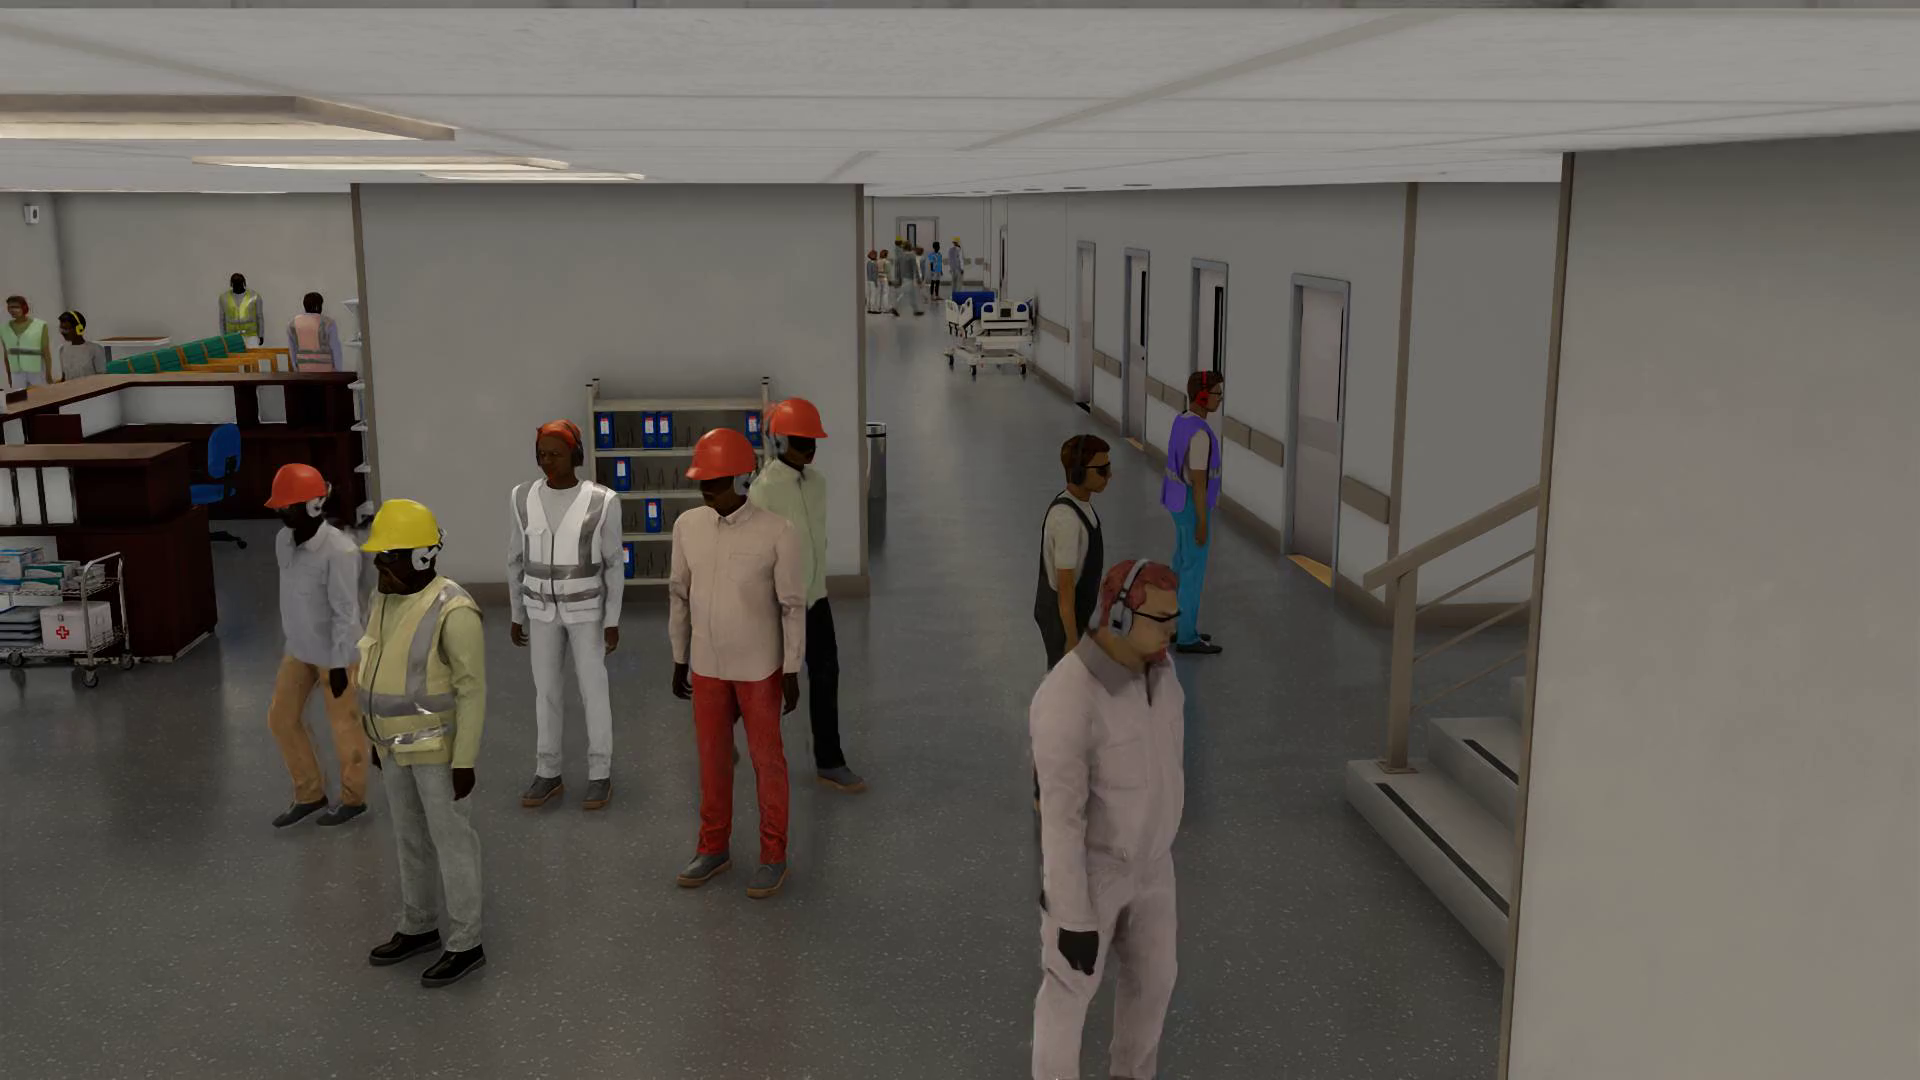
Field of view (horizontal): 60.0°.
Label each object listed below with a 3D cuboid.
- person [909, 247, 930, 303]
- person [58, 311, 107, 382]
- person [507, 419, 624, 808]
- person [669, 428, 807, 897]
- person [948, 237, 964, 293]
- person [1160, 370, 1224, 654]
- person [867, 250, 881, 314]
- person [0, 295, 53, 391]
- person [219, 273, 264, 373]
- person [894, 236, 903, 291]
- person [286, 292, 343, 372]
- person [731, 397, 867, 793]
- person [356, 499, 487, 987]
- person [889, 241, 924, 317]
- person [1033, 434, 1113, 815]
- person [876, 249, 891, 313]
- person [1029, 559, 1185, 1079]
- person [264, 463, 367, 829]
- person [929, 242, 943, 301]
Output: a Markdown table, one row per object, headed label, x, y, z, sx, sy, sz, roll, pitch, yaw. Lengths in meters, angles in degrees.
| label | x | y | z | sx | sy | sz | roll | pitch | yaw |
| --- | --- | --- | --- | --- | --- | --- | --- | --- | --- |
| person | -1.183 | -7.446 | 46.854 | 0.525 | 1.598 | 0.855 | 8 | 14 | 33 |
| person | -8.420 | -1.268 | 15.998 | 0.532 | 1.863 | 0.319 | 3 | 12 | 12 |
| person | -1.894 | 0.360 | 7.993 | 0.575 | 1.882 | 0.355 | 2 | 12 | 8 |
| person | -0.946 | 0.514 | 6.964 | 0.618 | 1.990 | 0.394 | 5 | 12 | 21 |
| person | -0.122 | -8.077 | 49.424 | 0.482 | 1.808 | 0.659 | -11 | 16 | -43 |
| person | 1.500 | -0.178 | 10.748 | 0.392 | 1.837 | 0.560 | -1 | 12 | -4 |
| person | -2.235 | -6.617 | 42.695 | 0.281 | 1.633 | 0.499 | -5 | 13 | -24 |
| person | -10.892 | -1.967 | 19.505 | 0.572 | 1.824 | 0.781 | -1 | 12 | -6 |
| person | -10.744 | -3.073 | 24.903 | 0.626 | 1.836 | 0.430 | -3 | 12 | -14 |
| person | -1.969 | -8.950 | 53.825 | 0.294 | 1.744 | 0.486 | 3 | 12 | 12 |
| person | -7.546 | -1.988 | 19.568 | 0.626 | 1.844 | 0.429 | 1 | 12 | 6 |
| person | -0.898 | 0.261 | 8.260 | 0.891 | 1.968 | 0.627 | 8 | 14 | 34 |
| person | -2.022 | 0.748 | 6.219 | 0.600 | 1.832 | 0.404 | 9 | 14 | 36 |
| person | -1.375 | -6.567 | 41.832 | 1.025 | 1.894 | 0.636 | -8 | 14 | -33 |
| person | 0.535 | 0.406 | 7.889 | 0.357 | 1.839 | 0.508 | 2 | 12 | 11 |
| person | -1.973 | -6.691 | 43.049 | 0.523 | 1.636 | 0.311 | 11 | 16 | 43 |
| person | 0.462 | 0.977 | 4.988 | 0.420 | 1.886 | 0.676 | 10 | 15 | 41 |
| person | -3.000 | 0.505 | 7.630 | 0.601 | 1.730 | 0.550 | 8 | 14 | 33 |
| person | -0.691 | -7.837 | 48.505 | 0.318 | 1.697 | 0.535 | 8 | 14 | 35 |
